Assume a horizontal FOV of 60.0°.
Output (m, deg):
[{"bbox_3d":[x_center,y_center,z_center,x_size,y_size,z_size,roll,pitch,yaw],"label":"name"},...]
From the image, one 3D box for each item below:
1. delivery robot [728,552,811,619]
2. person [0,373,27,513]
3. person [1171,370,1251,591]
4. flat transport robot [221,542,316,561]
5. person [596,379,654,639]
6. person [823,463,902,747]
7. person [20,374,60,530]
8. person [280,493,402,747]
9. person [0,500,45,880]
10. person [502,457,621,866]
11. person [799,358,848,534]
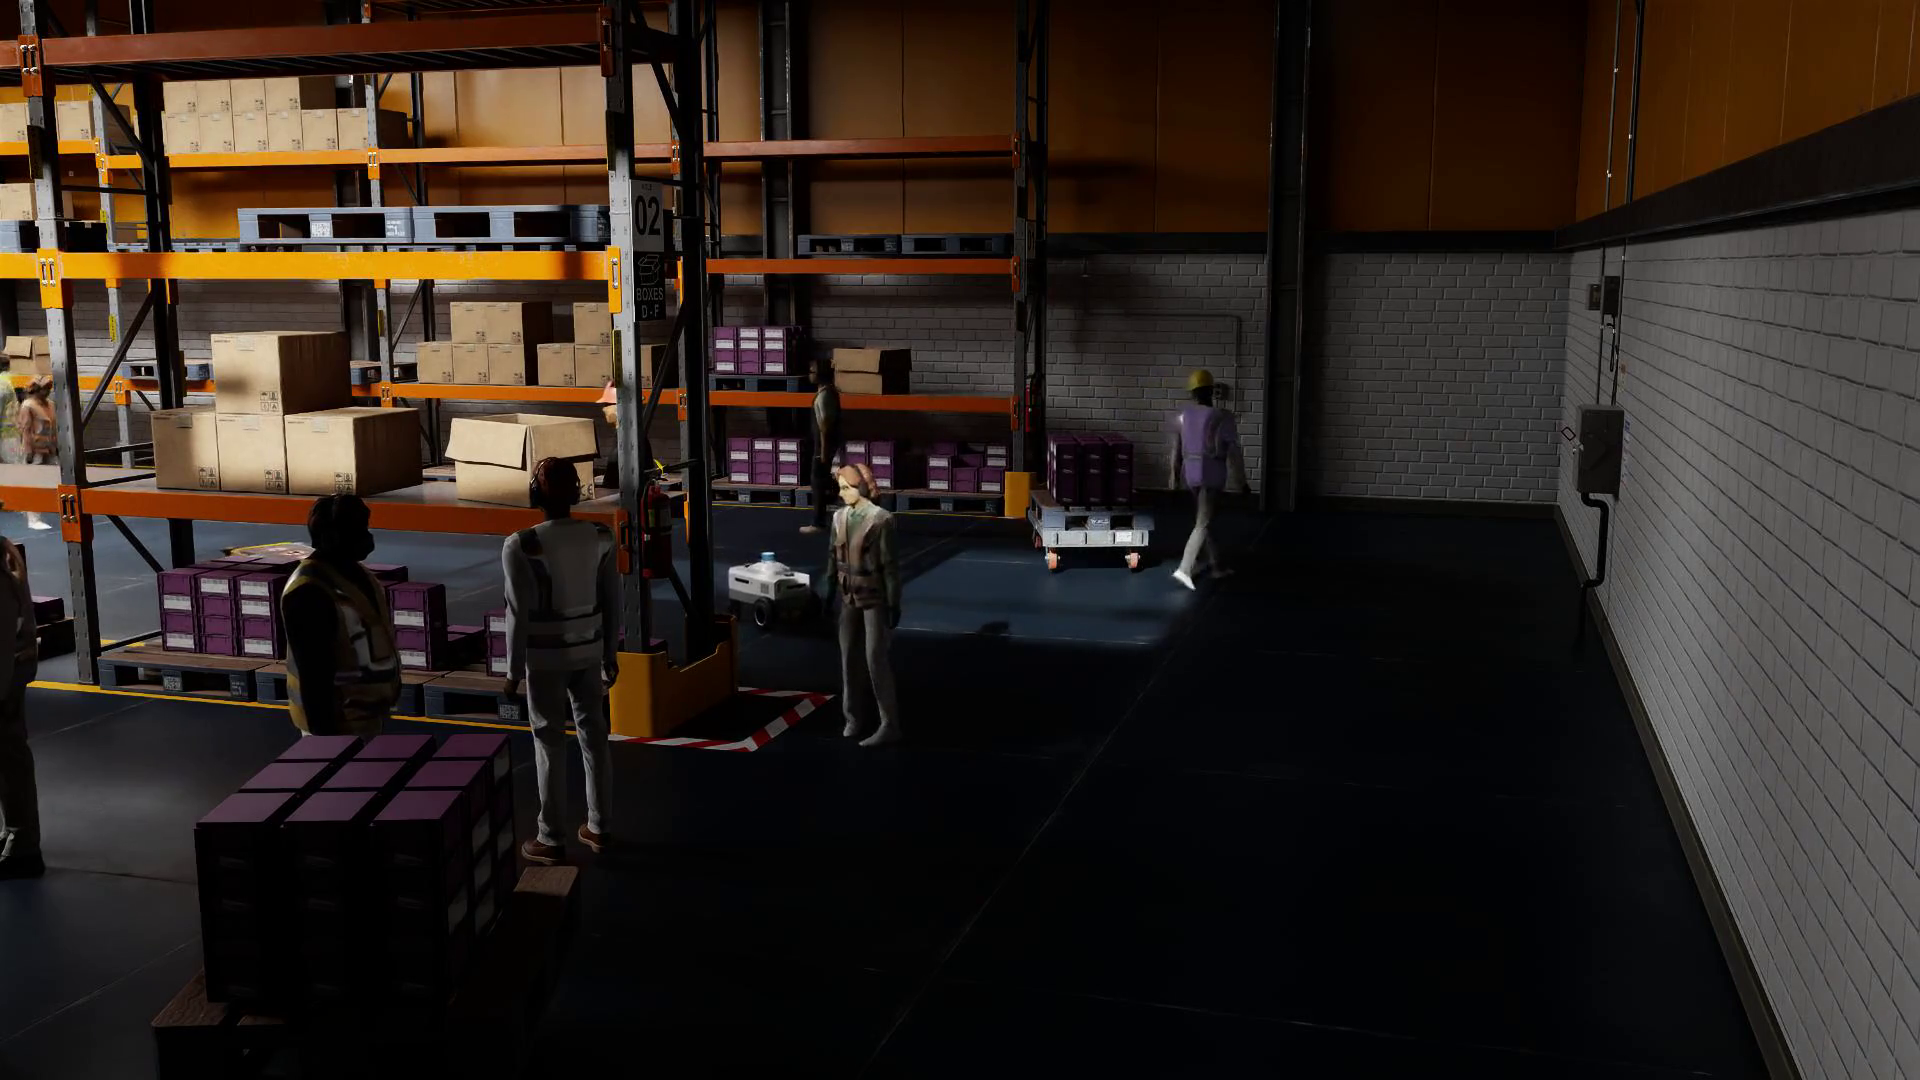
[{"bbox_3d":[-1.465,0.336,12.748,0.477,0.478,0.707,-8,13,-42],"label":"delivery robot"},{"bbox_3d":[-10.705,-1.154,18.381,0.921,1.785,0.681,-5,10,-27],"label":"person"},{"bbox_3d":[2.082,-0.525,14.295,0.617,1.869,1.007,8,13,42],"label":"person"},{"bbox_3d":[-5.935,0.199,14.735,1.431,0.197,0.652,8,13,42],"label":"flat transport robot"},{"bbox_3d":[-2.278,-0.118,11.421,0.377,1.995,0.608,-1,9,-8],"label":"person"},{"bbox_3d":[-0.544,0.364,9.624,0.332,1.625,0.532,-9,13,-43],"label":"person"},{"bbox_3d":[-9.661,-0.923,17.443,0.412,1.625,0.556,1,9,4],"label":"person"},{"bbox_3d":[-2.485,0.723,6.762,0.430,1.845,0.624,0,9,-1],"label":"person"},{"bbox_3d":[-4.368,0.611,7.483,0.404,1.827,0.601,-5,11,-29],"label":"person"},{"bbox_3d":[-1.829,0.555,7.662,0.584,1.882,0.349,-8,13,-42],"label":"person"},{"bbox_3d":[-1.321,-0.958,17.055,0.614,1.827,0.532,1,9,8],"label":"person"}]
